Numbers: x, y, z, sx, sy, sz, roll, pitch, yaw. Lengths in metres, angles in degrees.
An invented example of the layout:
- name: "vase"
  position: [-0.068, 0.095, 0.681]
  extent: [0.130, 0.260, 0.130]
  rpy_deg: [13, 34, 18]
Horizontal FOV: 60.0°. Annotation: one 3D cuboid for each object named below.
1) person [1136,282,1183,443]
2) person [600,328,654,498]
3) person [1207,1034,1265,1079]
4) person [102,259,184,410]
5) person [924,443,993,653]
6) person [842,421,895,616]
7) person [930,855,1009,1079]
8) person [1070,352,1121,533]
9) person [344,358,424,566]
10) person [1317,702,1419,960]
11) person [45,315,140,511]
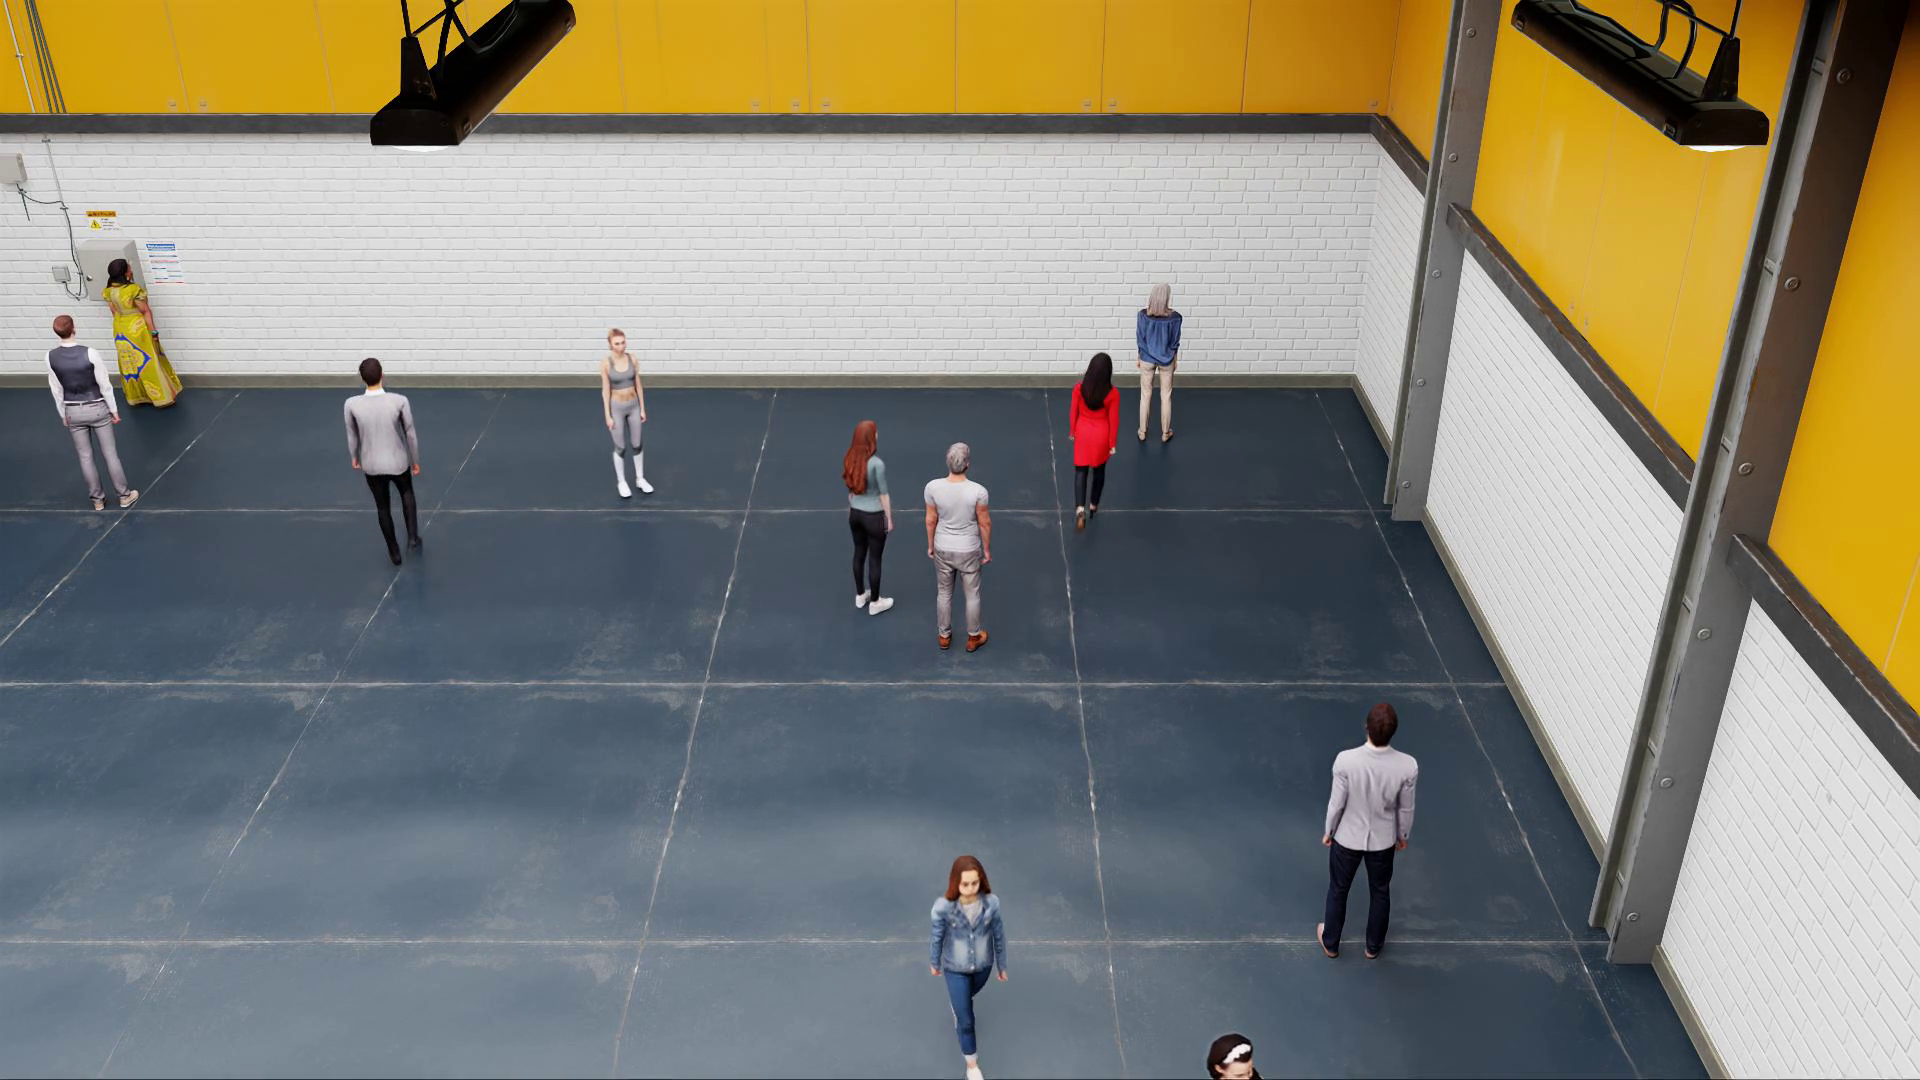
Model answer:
- name: "person"
  position: [2.021, -1.830, 17.048]
  extent: [0.647, 1.697, 0.610]
  rpy_deg: [4, 29, 7]
- name: "person"
  position: [-3.226, -1.236, 15.954]
  extent: [0.650, 1.703, 0.685]
  rpy_deg: [-18, 33, -29]
- name: "person"
  position: [1.242, 3.061, 7.958]
  extent: [0.859, 1.816, 0.914]
  rpy_deg: [-22, 35, -34]
- name: "person"
  position: [-8.815, -2.214, 17.791]
  extent: [0.933, 1.660, 0.881]
  rpy_deg: [7, 29, 13]
- name: "person"
  position: [-0.016, 0.067, 13.430]
  extent: [0.740, 1.832, 0.641]
  rpy_deg: [6, 29, 11]
- name: "person"
  position: [-0.780, -0.185, 13.984]
  extent: [0.691, 1.744, 0.739]
  rpy_deg: [22, 36, 35]
- name: "person"
  position: [0.033, 2.388, 9.576]
  extent: [0.760, 1.448, 1.042]
  rpy_deg: [-8, 30, -14]
- name: "person"
  position: [1.204, -0.865, 15.248]
  extent: [0.724, 1.727, 1.033]
  rpy_deg: [5, 29, 9]
- name: "person"
  position: [-5.072, -0.650, 14.668]
  extent: [0.852, 1.905, 0.843]
  rpy_deg: [-9, 30, -17]
- name: "person"
  position: [2.494, 1.800, 10.232]
  extent: [0.693, 1.852, 0.581]
  rpy_deg: [2, 29, 4]
- name: "person"
  position: [-8.222, -1.210, 15.660]
  extent: [0.712, 1.938, 0.633]
  rpy_deg: [-6, 29, -11]
